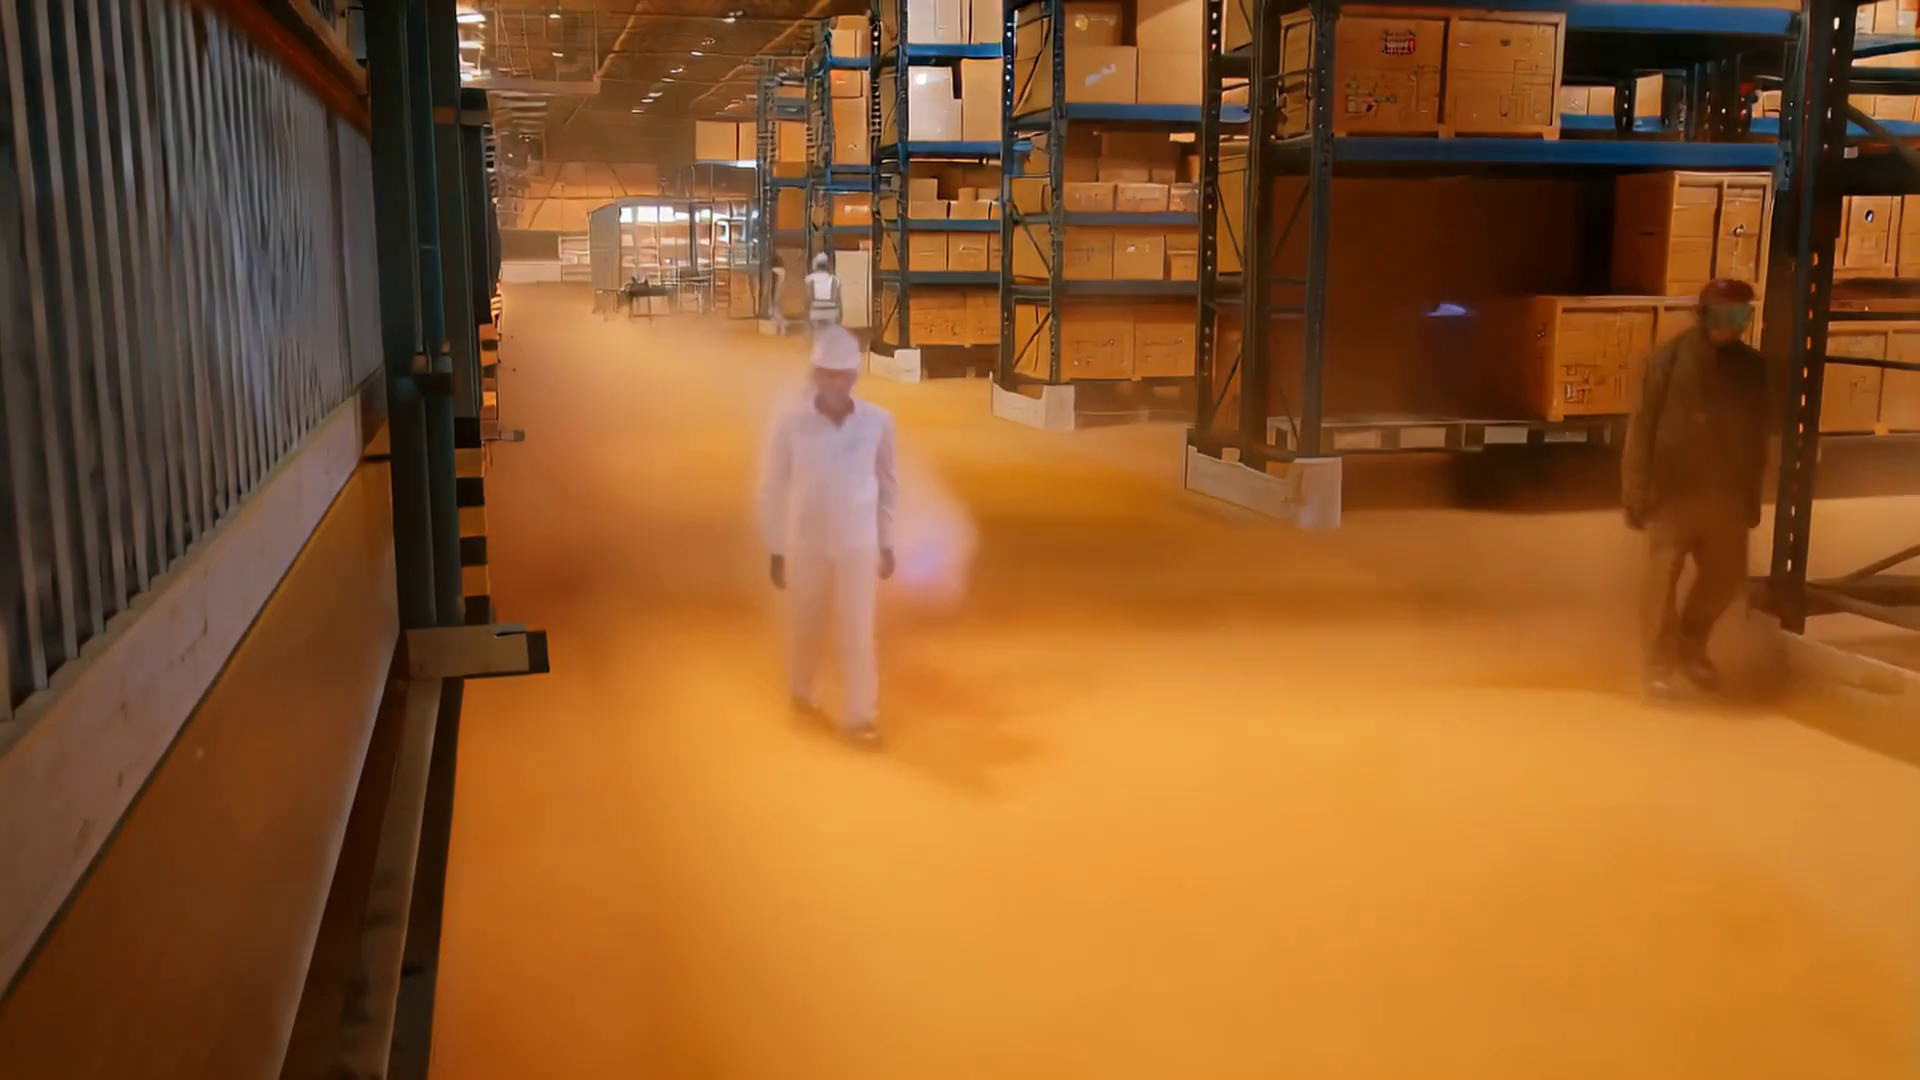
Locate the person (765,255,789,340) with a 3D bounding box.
[{"bbox_3d":[-3.965,-5.255,36.118,0.453,1.827,0.629,5,11,27],"label":"person"}]

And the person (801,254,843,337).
[{"bbox_3d":[-2.190,-3.539,26.200,0.630,1.890,0.969,-3,10,-14],"label":"person"}]

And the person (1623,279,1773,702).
[{"bbox_3d":[3.276,-0.211,7.402,0.671,1.884,0.418,0,10,2],"label":"person"}]

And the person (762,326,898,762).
[{"bbox_3d":[-0.527,-0.020,6.805,0.575,1.713,0.908,-3,10,-16],"label":"person"}]

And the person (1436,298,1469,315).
[{"bbox_3d":[5.125,-1.880,17.370,0.927,1.694,0.495,-2,10,-13],"label":"person"}]
